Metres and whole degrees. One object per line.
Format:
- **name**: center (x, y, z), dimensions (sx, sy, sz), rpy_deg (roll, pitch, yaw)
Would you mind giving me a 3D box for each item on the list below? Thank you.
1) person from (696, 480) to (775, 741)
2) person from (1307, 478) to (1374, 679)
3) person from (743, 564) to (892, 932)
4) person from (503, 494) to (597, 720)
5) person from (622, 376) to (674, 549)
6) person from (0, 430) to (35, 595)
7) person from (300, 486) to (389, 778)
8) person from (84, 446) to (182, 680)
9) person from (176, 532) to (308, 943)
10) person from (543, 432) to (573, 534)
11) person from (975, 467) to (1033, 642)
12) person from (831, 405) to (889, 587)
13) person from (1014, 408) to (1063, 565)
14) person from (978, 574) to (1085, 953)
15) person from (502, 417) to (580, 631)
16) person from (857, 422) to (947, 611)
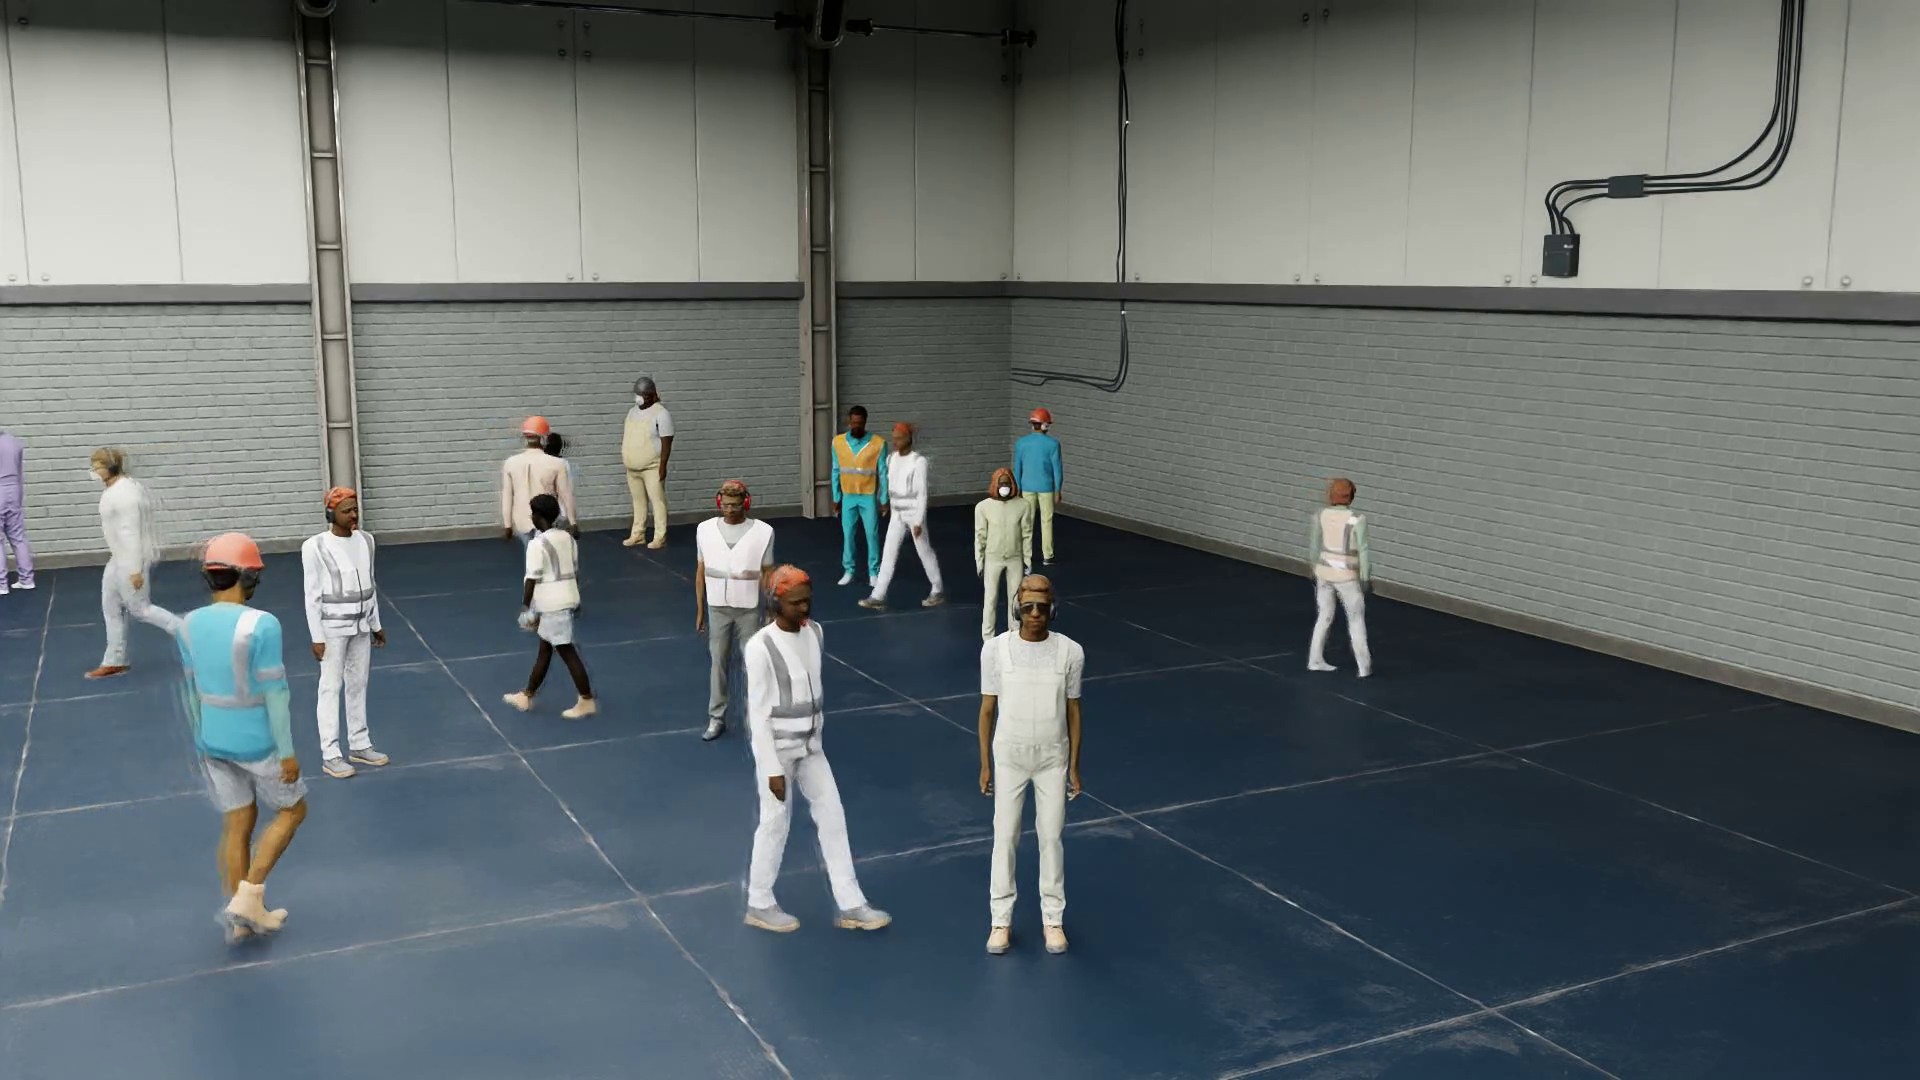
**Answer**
- **person**: center (-1.567, 0.488, 11.639), dimensions (0.563, 1.839, 0.389), rpy_deg (1, 9, 4)
- **person**: center (3.083, 0.304, 13.489), dimensions (0.374, 1.611, 0.590), rpy_deg (-8, 12, -40)
- **person**: center (-0.714, 1.049, 8.129), dimensions (0.848, 1.852, 0.612), rpy_deg (6, 11, 31)
- **person**: center (-3.035, 0.490, 12.186), dimensions (0.823, 1.636, 0.602), rpy_deg (2, 9, 12)
- **person**: center (-3.739, -0.918, 19.683), dimensions (0.682, 2.000, 0.538), rpy_deg (6, 11, 32)
- **person**: center (-9.806, -0.388, 16.900), dimensions (0.401, 1.896, 0.661), rpy_deg (3, 10, 17)
- **person**: center (-4.016, 0.589, 10.885), dimensions (0.353, 1.883, 0.572), rpy_deg (5, 10, 26)
- **person**: center (-6.626, 0.169, 13.445), dimensions (0.855, 1.904, 0.664), rpy_deg (-7, 11, -35)
- **person**: center (-3.471, 0.969, 8.116), dimensions (0.634, 2.020, 0.418), rpy_deg (4, 10, 23)
- **person**: center (-4.043, -0.239, 16.610), dimensions (0.357, 1.682, 0.540), rpy_deg (3, 10, 20)
- **person**: center (0.371, 0.187, 14.158), dimensions (0.499, 1.627, 0.279), rpy_deg (-2, 9, -11)
- **person**: center (-1.032, -0.457, 17.289), dimensions (0.607, 1.904, 0.413), rpy_deg (2, 9, 11)
- **person**: center (0.892, -0.603, 18.631), dimensions (0.568, 1.748, 0.340), rpy_deg (4, 10, 25)
- **person**: center (0.343, 1.075, 8.004), dimensions (0.508, 1.847, 0.345), rpy_deg (0, 9, -1)
- **person**: center (-3.867, -0.170, 15.399), dimensions (0.648, 1.938, 1.036), rpy_deg (2, 9, 13)
- **person**: center (-0.509, -0.224, 16.086), dimensions (1.015, 1.828, 0.599), rpy_deg (-9, 13, -43)
